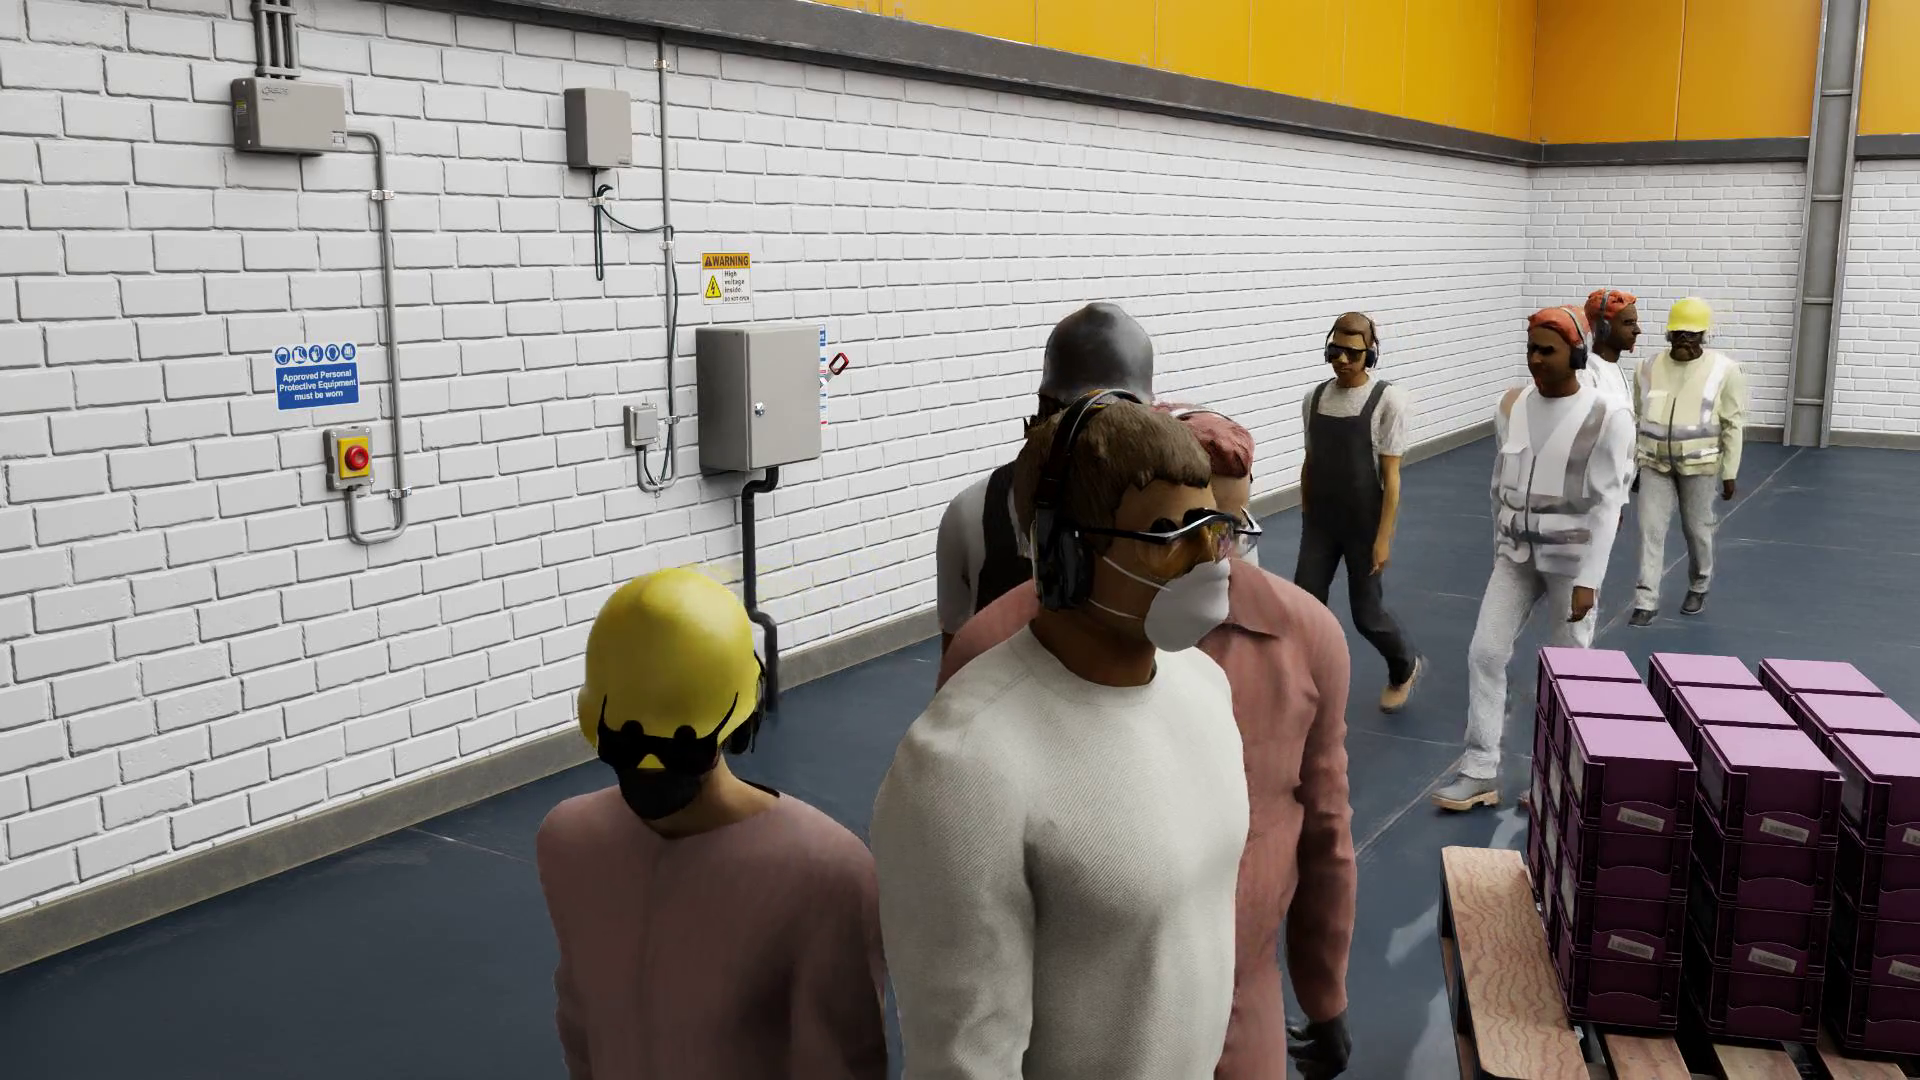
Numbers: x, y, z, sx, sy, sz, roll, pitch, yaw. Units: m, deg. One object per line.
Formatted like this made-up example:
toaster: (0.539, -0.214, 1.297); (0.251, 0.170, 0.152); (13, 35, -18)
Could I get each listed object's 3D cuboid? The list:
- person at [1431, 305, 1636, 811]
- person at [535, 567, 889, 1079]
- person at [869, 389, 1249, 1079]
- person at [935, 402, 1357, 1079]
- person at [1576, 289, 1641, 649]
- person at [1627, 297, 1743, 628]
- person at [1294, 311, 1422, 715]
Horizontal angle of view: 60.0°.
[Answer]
person: (2.049, 0.100, 5.988); (0.730, 1.864, 0.587); (-7, 13, -36)
person: (-0.269, 0.852, 2.199); (0.535, 1.733, 0.731); (4, 11, 23)
person: (0.157, 0.791, 1.970); (0.373, 1.940, 0.628); (6, 12, 32)
person: (0.283, 0.730, 2.485); (0.705, 1.862, 0.849); (0, 10, -3)
person: (2.869, -0.179, 7.499); (0.356, 1.883, 0.572); (6, 12, 32)
person: (3.985, -0.426, 9.160); (0.605, 1.808, 0.792); (8, 13, 37)
person: (1.679, -0.063, 7.068); (0.522, 1.819, 0.793); (10, 14, 43)
